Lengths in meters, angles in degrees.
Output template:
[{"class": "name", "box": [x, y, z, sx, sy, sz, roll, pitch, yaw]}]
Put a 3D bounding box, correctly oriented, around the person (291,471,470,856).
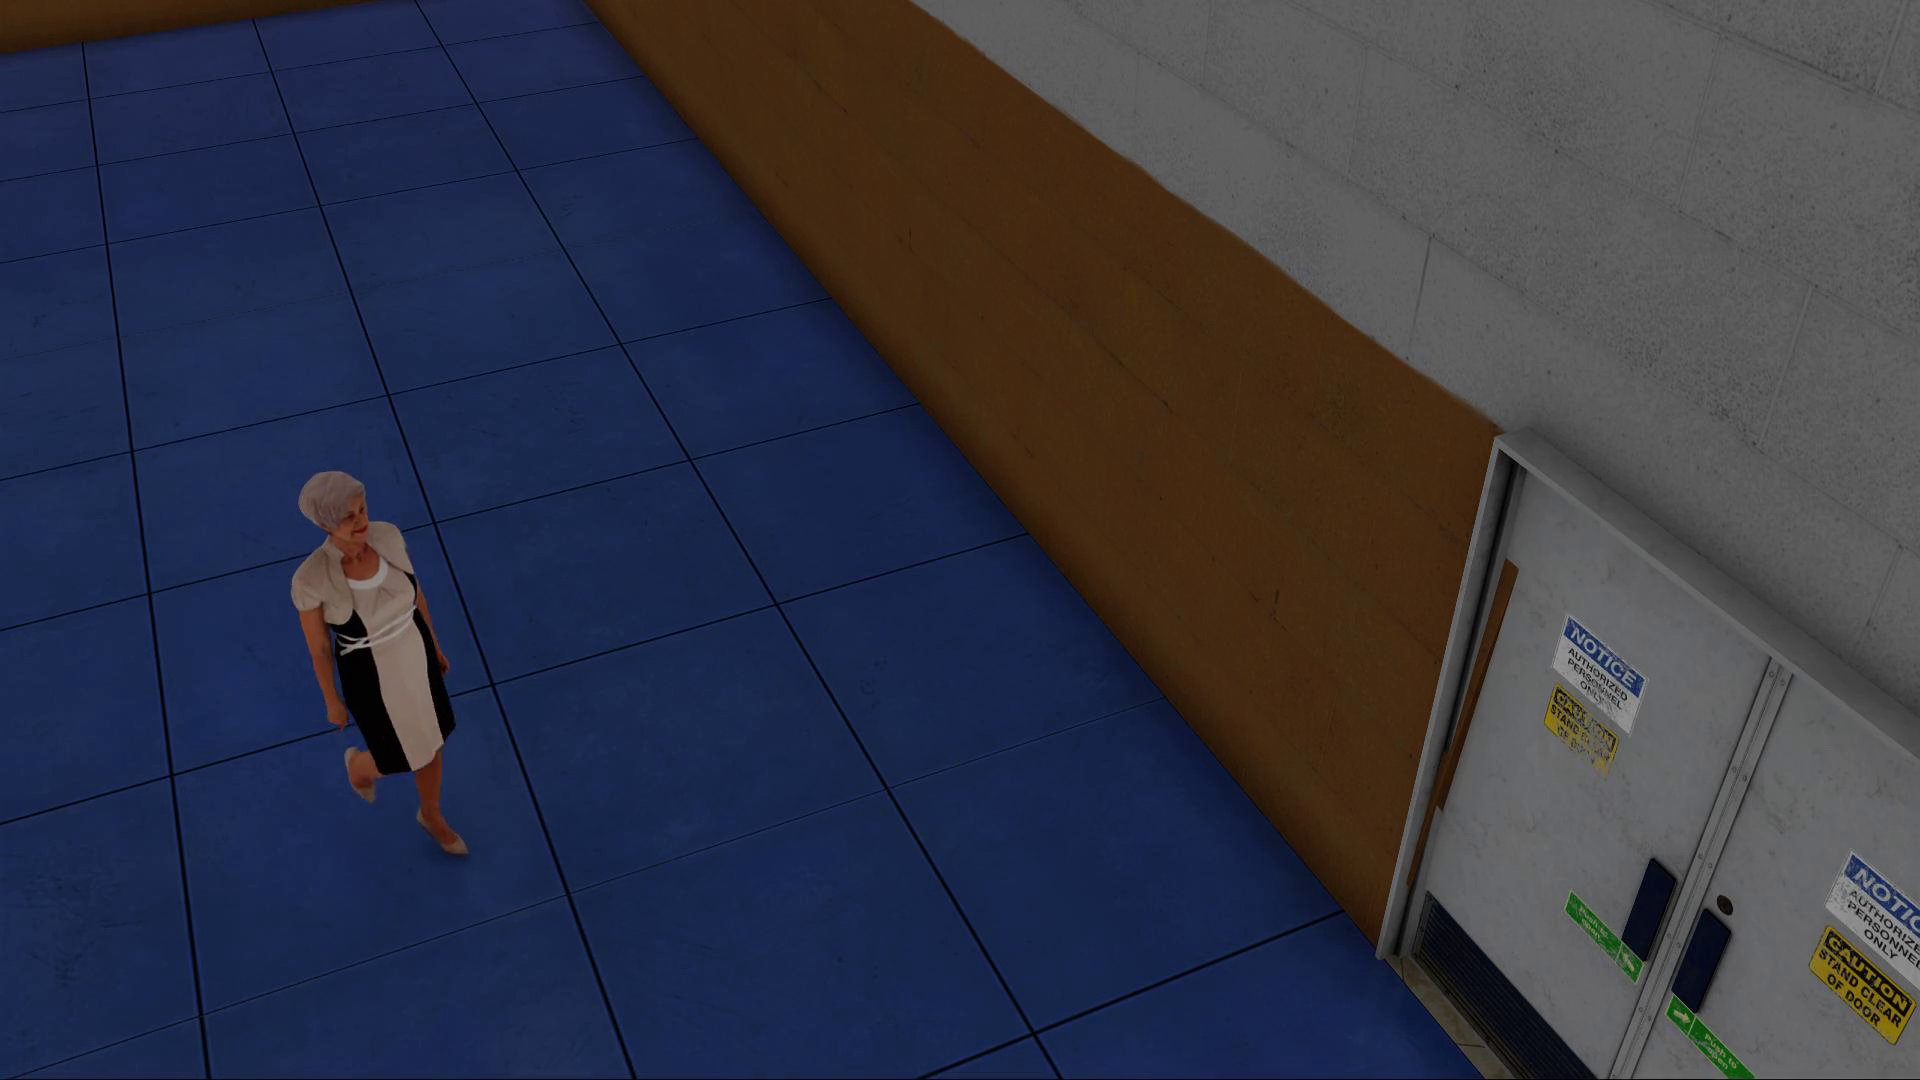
[{"class": "person", "box": [-2.168, 0.468, 6.145, 0.911, 1.743, 0.903, 22, 42, 27]}]
